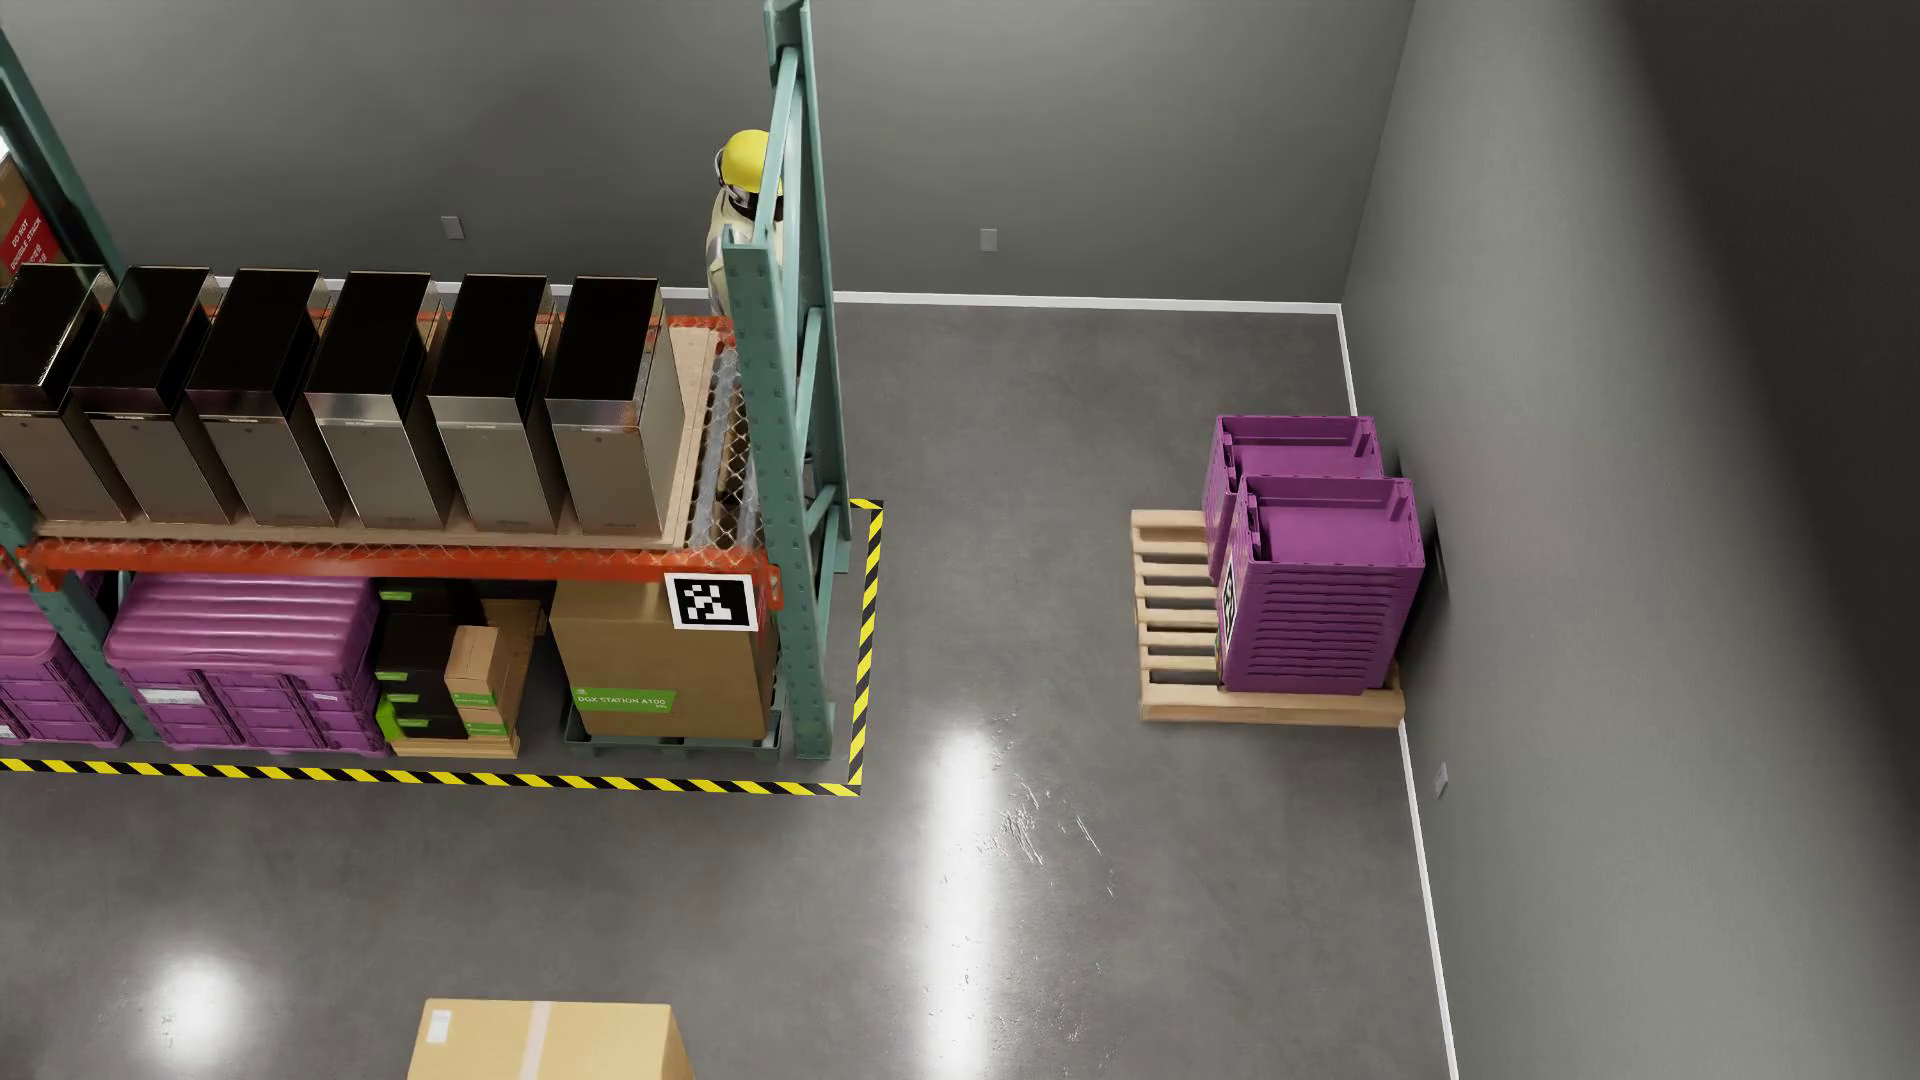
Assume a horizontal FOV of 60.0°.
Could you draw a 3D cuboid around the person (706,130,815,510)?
[{"bbox_3d":[-0.737,-0.824,6.410,0.403,1.828,0.597,1,52,1],"label":"person"}]
